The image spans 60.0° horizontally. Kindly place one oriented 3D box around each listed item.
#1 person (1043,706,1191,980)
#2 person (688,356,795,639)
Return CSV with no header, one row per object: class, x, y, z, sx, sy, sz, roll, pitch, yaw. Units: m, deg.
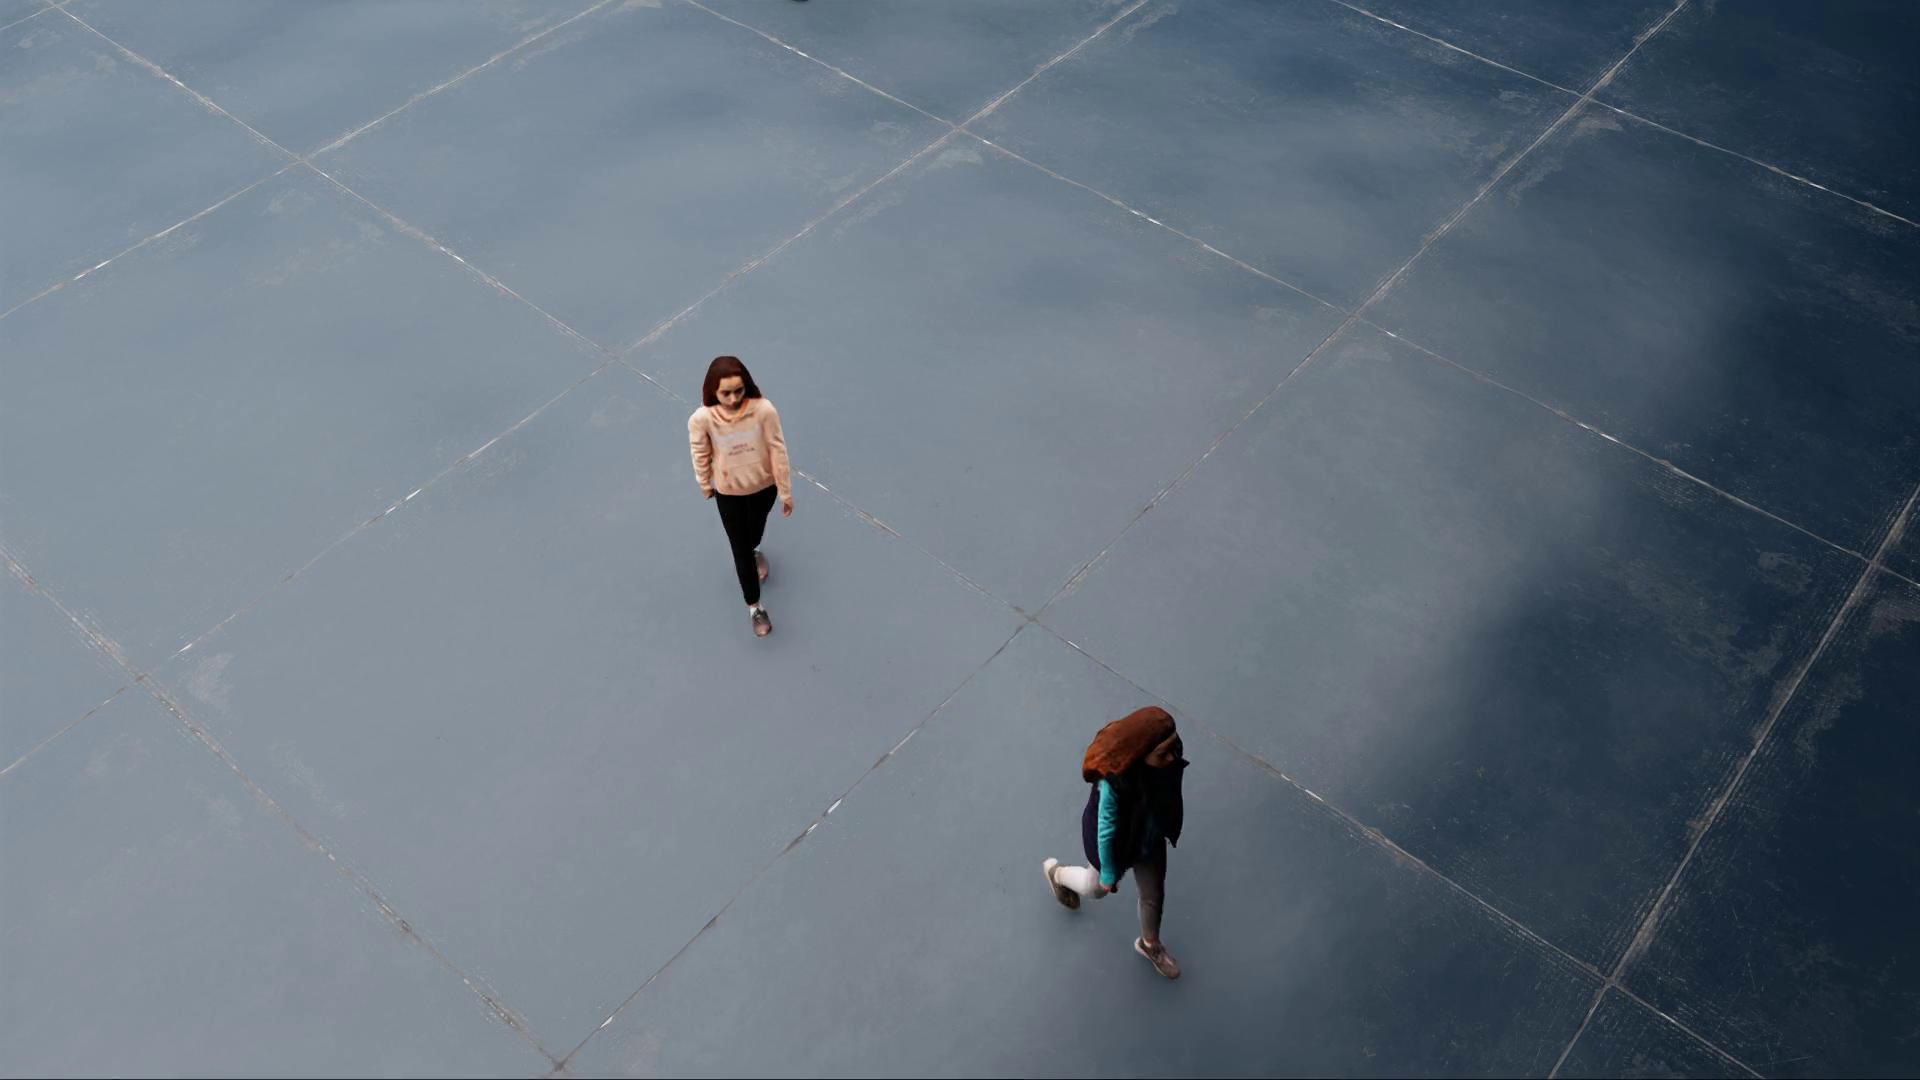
person,0.602,1.121,6.400,0.909,1.483,0.768,-29,54,-24
person,-1.005,-0.307,7.743,0.945,1.449,0.925,-13,49,-11
